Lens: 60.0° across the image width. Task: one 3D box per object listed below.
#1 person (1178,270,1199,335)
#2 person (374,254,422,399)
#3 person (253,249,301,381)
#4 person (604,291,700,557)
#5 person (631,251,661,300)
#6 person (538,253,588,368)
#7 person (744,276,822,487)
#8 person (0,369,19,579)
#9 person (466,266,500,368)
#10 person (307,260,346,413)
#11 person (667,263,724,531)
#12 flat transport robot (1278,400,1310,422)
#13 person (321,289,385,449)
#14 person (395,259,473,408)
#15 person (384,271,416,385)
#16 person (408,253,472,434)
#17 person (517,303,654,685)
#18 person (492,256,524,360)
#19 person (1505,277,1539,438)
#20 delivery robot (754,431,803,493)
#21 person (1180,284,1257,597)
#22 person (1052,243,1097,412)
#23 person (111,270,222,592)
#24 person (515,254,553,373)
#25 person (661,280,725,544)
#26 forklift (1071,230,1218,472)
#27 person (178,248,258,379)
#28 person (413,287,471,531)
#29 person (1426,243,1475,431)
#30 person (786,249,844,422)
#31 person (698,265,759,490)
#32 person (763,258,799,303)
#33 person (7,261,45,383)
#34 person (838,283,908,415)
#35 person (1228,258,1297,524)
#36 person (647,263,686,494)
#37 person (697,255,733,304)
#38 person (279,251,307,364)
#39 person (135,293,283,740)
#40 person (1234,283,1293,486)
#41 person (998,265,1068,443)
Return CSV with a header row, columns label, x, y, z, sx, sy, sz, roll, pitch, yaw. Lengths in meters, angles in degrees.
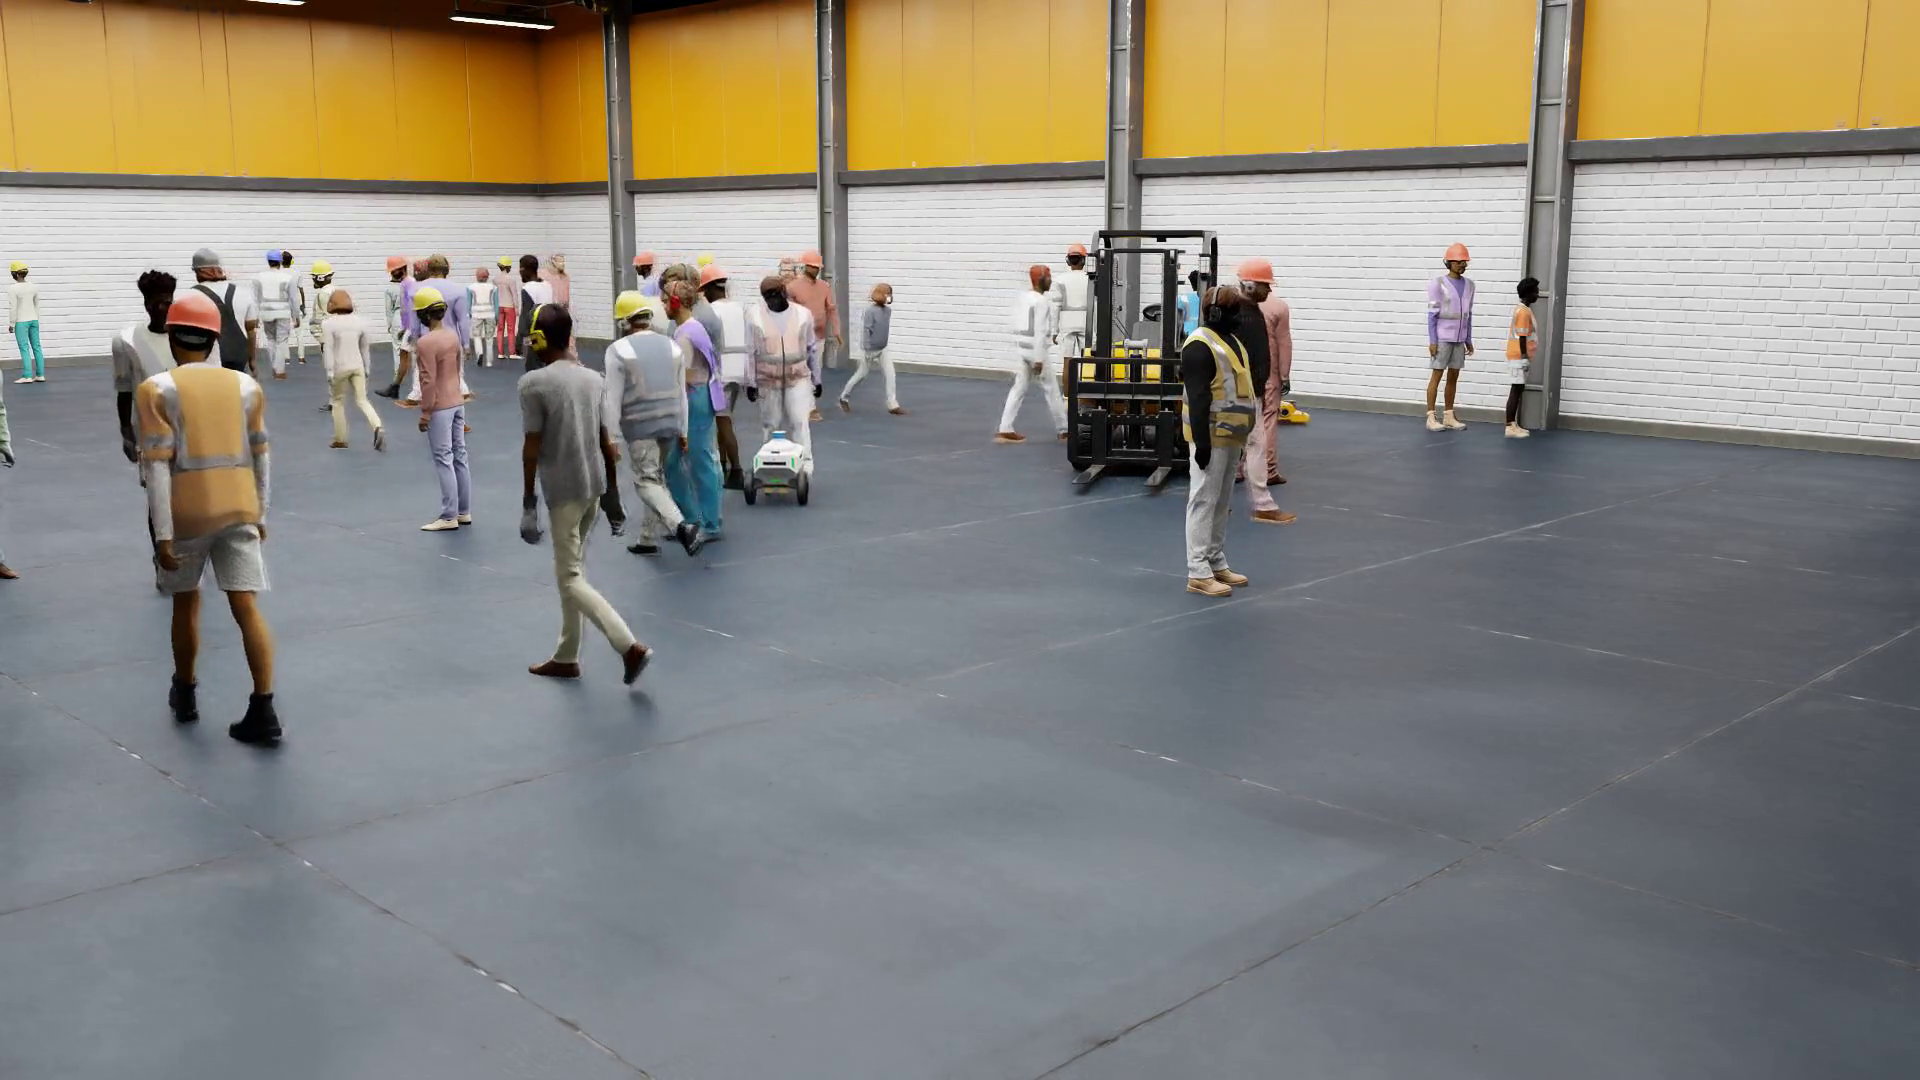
label,x,y,z,sx,sy,sz,roll,pitch,yaw
person,3.013,-2.586,21.193,0.532,1.694,0.319,0,10,-1
person,-7.239,-2.770,21.692,0.927,1.870,0.564,-4,11,-19
person,-10.042,-3.317,24.544,0.640,1.920,0.731,-1,10,-4
person,-1.972,-0.720,10.809,0.773,1.788,0.599,9,14,42
person,-4.124,-2.926,22.414,0.642,1.920,0.550,0,10,0
person,-6.455,-3.637,26.497,0.999,1.861,0.653,7,13,34
person,-1.510,-1.345,14.178,0.692,1.790,0.786,-2,11,-12
person,-6.055,-0.536,10.179,0.265,1.631,0.508,6,12,29
person,-7.659,-3.575,26.743,0.534,1.629,0.418,-3,11,-17
person,-7.645,-2.455,20.102,0.404,1.829,0.600,-2,11,-10
person,-1.914,-1.014,11.954,0.353,1.936,0.635,-7,12,-33
flat transport robot,3.207,-1.478,19.033,1.431,0.197,0.652,-2,11,-9
person,-6.035,-1.681,16.510,0.735,1.608,0.509,8,13,38
person,-6.574,-2.578,20.765,0.957,1.845,0.560,-5,11,-23
person,-7.970,-3.098,23.848,0.493,1.743,0.297,-3,11,-16
person,-5.545,-2.088,17.804,0.636,1.938,0.358,1,10,3
person,-1.765,-0.188,7.778,0.765,1.833,0.540,6,12,29
person,-7.808,-3.989,28.645,0.524,1.770,0.315,5,12,26
person,5.942,-1.923,17.589,0.318,1.694,0.534,4,11,20
delivery robot,-1.458,-0.634,13.400,0.477,0.478,0.707,0,10,0
person,1.553,-0.599,9.959,0.429,1.844,0.624,6,12,28
person,1.408,-2.549,20.069,0.605,2.033,0.392,1,10,5
person,-4.764,-0.664,10.086,0.624,1.915,0.975,-5,12,-26
person,-4.983,-2.345,19.285,0.591,1.904,0.631,2,11,9
person,-1.907,-0.866,11.474,0.545,1.816,0.542,-4,11,-20
forklift,1.804,-1.825,15.677,1.214,2.155,2.313,2,11,13
person,-6.979,-1.702,15.425,0.929,2.000,0.710,8,13,36
person,-3.778,-0.945,12.059,0.329,1.763,0.523,2,11,10
person,5.380,-2.210,18.186,0.606,2.045,0.389,-5,11,-24
person,-1.664,-2.351,19.167,0.606,1.955,0.767,-10,14,-42
person,-2.032,-1.380,14.110,0.751,1.876,0.608,8,13,38
person,-2.026,-2.386,19.666,0.679,1.852,1.001,1,10,4
person,-13.530,-3.145,24.046,0.313,1.769,0.525,3,11,14
person,-1.071,-2.288,19.905,0.893,1.581,0.513,8,13,36
person,2.141,-1.119,12.452,0.831,1.967,0.632,5,12,27
person,-2.315,-1.275,13.463,0.627,1.913,0.432,-4,11,-22
person,-3.421,-2.976,22.861,0.602,1.865,1.027,-4,11,-21
person,-11.158,-3.861,27.664,0.532,1.870,0.319,-6,12,-29
person,-3.219,-0.102,7.114,0.572,1.874,0.970,-10,14,-44
person,2.547,-1.417,14.260,0.639,1.901,0.406,6,12,31
person,0.813,-1.905,17.105,0.977,1.830,0.601,-4,11,-20
